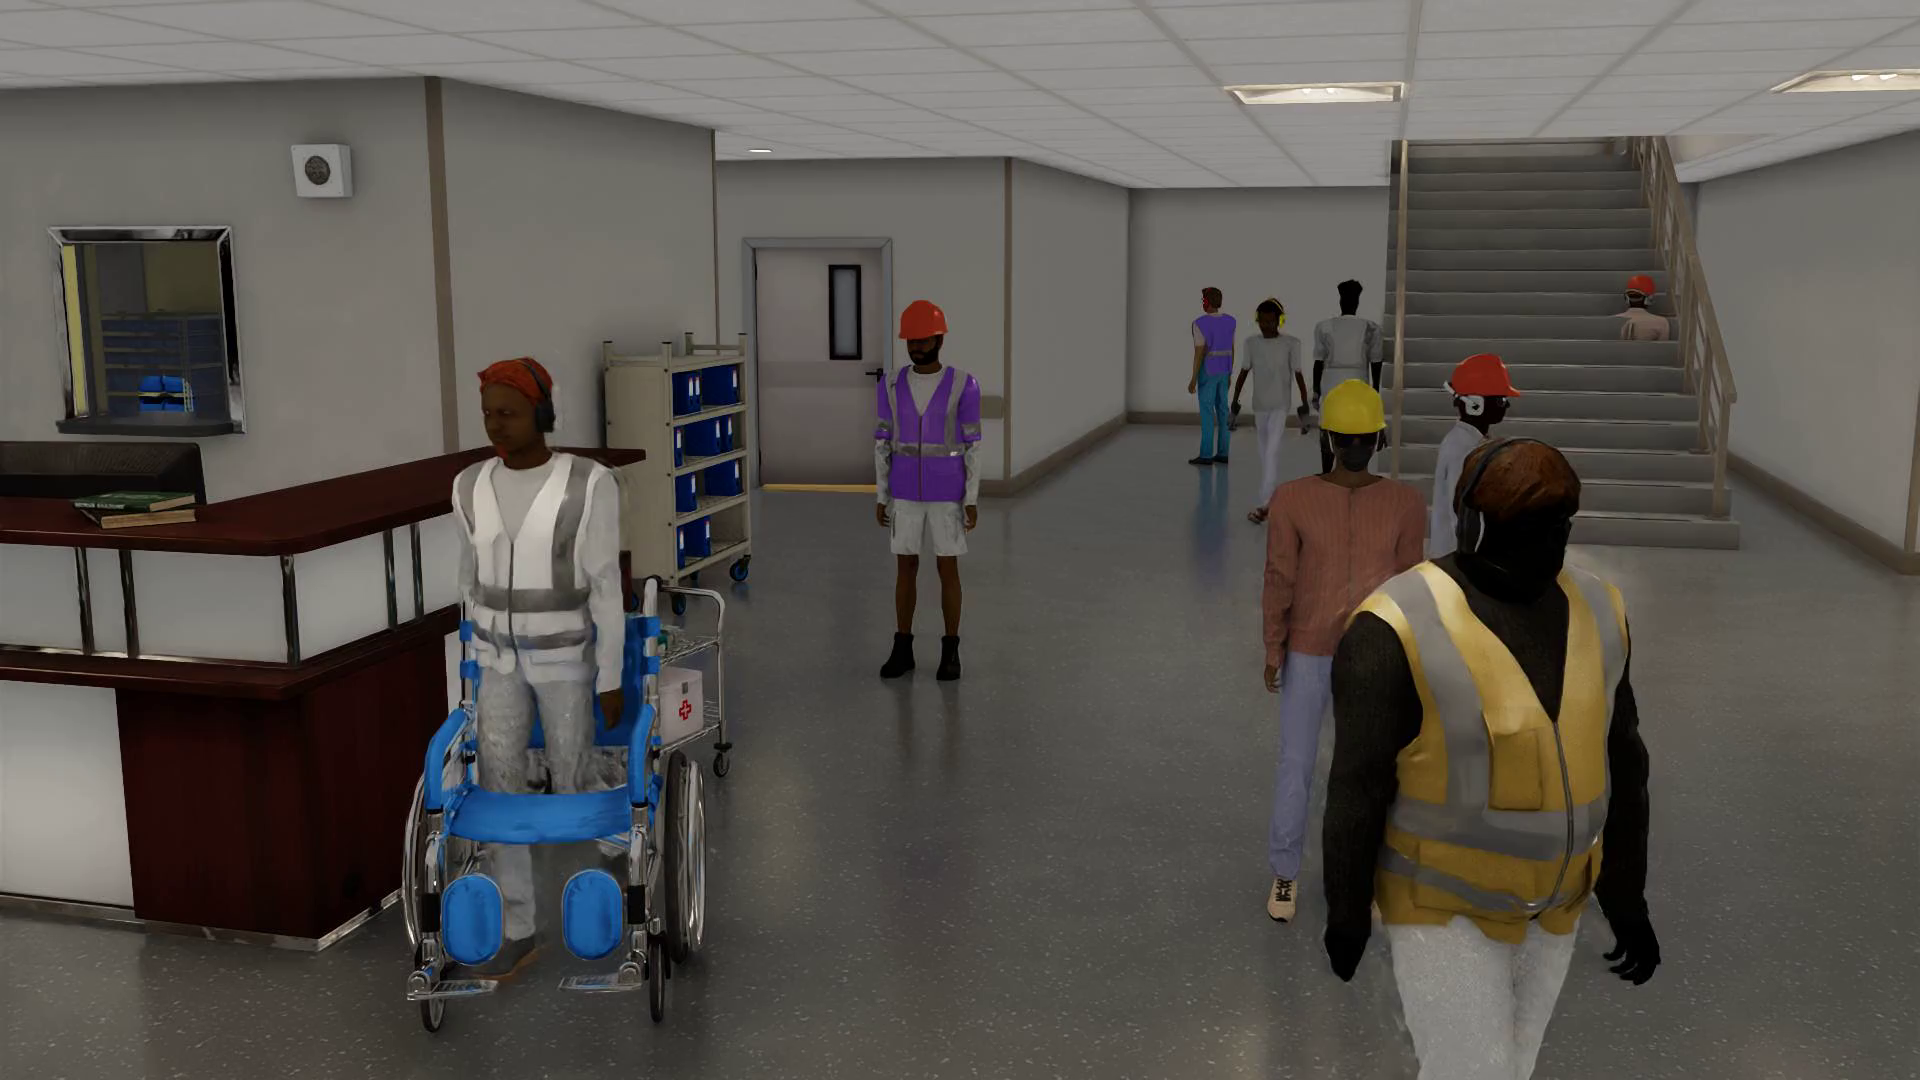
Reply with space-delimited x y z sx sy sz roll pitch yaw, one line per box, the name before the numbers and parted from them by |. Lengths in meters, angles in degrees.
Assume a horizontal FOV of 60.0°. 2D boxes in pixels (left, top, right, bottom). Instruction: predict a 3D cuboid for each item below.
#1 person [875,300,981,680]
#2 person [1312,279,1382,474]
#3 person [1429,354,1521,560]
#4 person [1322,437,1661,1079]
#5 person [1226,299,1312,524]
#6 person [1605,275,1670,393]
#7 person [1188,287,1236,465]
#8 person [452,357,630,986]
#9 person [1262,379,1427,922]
person | -0.172 -0.243 8.442 0.550 1.935 0.376 2 10 14
person | 3.451 -1.341 14.863 0.607 1.958 0.383 1 10 7
person | 2.136 0.100 6.963 0.332 1.753 0.561 3 10 15
person | 1.026 0.704 3.231 0.624 1.824 0.453 -4 11 -24
person | 2.487 -1.044 13.521 0.648 1.810 0.966 7 12 34
person | 6.046 -1.375 14.938 0.613 1.995 0.391 8 12 39
person | 2.629 -1.698 17.282 0.563 1.848 0.390 -7 12 -34
person | -1.249 0.364 5.088 0.586 1.856 0.743 3 10 15
person | 1.236 0.364 5.376 0.523 1.769 0.316 0 10 1
